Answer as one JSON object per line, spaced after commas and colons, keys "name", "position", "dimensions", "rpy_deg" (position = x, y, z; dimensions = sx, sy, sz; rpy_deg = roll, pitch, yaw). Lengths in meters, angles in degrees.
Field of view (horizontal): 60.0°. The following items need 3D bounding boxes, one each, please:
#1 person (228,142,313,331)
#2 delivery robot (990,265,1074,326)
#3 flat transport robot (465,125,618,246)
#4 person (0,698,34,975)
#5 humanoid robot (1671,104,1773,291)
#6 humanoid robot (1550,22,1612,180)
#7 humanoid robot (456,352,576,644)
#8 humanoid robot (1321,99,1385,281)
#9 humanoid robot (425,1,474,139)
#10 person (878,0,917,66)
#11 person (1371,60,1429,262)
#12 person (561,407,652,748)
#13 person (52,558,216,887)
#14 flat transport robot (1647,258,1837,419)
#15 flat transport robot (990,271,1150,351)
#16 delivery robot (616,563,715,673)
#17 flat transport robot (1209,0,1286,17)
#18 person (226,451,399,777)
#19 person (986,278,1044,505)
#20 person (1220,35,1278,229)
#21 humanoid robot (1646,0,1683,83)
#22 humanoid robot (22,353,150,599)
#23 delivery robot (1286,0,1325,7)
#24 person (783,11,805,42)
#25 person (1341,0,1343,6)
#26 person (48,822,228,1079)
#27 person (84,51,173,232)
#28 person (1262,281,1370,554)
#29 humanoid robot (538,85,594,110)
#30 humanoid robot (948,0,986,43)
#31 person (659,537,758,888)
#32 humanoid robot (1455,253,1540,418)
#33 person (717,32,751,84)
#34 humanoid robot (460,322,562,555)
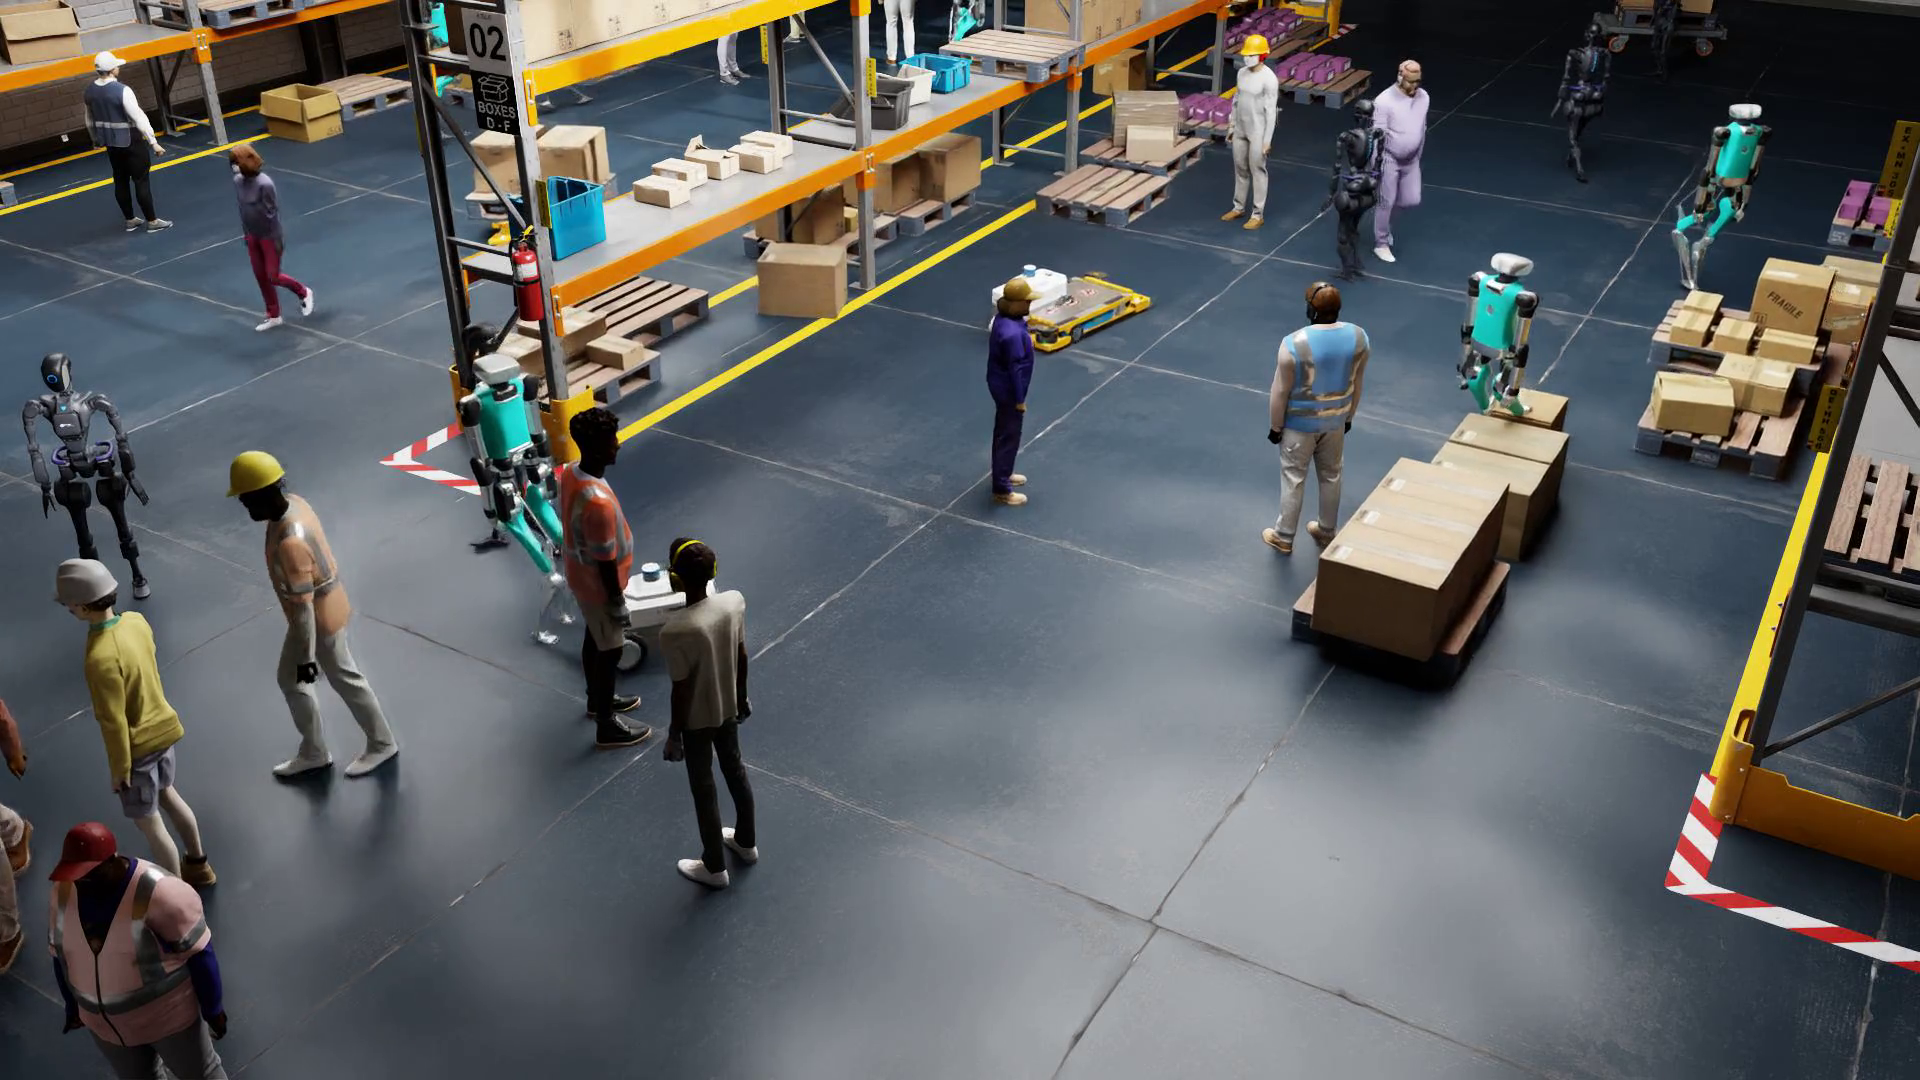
{"name": "person", "position": [-5.898, -2.584, 14.133], "dimensions": [0.516, 1.618, 0.450], "rpy_deg": [16, 33, 27]}
{"name": "delivery robot", "position": [0.615, -2.067, 14.327], "dimensions": [0.499, 0.613, 0.802], "rpy_deg": [23, 37, 35]}
{"name": "flat transport robot", "position": [-4.150, -3.241, 16.676], "dimensions": [0.659, 0.231, 1.431], "rpy_deg": [4, 30, 7]}
{"name": "person", "position": [-4.610, 0.941, 7.591], "dimensions": [0.607, 1.936, 0.976], "rpy_deg": [0, 29, -1]}
{"name": "humanoid robot", "position": [6.682, -2.993, 14.842], "dimensions": [0.551, 1.900, 0.706], "rpy_deg": [-6, 30, -10]}
{"name": "humanoid robot", "position": [6.734, -4.742, 17.972], "dimensions": [0.612, 1.645, 0.789], "rpy_deg": [-6, 30, -10]}
{"name": "humanoid robot", "position": [-2.488, -0.203, 9.817], "dimensions": [0.712, 1.799, 0.533], "rpy_deg": [21, 36, 33]}
{"name": "humanoid robot", "position": [3.592, -3.191, 15.153], "dimensions": [0.586, 1.650, 0.329], "rpy_deg": [-14, 33, -24]}
{"name": "humanoid robot", "position": [-5.981, -5.347, 18.931], "dimensions": [0.542, 1.790, 0.864], "rpy_deg": [23, 37, 35]}
{"name": "person", "position": [-0.826, -7.332, 22.239], "dimensions": [0.622, 1.925, 0.385], "rpy_deg": [-1, 29, -2]}
{"name": "person", "position": [4.105, -3.555, 15.599], "dimensions": [0.643, 1.880, 0.458], "rpy_deg": [-13, 32, -21]}
{"name": "person", "position": [-1.907, 0.201, 8.878], "dimensions": [0.380, 1.957, 0.603], "rpy_deg": [-11, 31, -19]}
{"name": "person", "position": [-3.791, 0.918, 7.690], "dimensions": [0.412, 1.878, 0.492], "rpy_deg": [-1, 30, -2]}
{"name": "flat transport robot", "position": [6.161, -1.316, 13.269], "dimensions": [0.659, 0.231, 1.431], "rpy_deg": [16, 33, 27]}
{"name": "flat transport robot", "position": [0.972, -1.995, 14.471], "dimensions": [0.659, 0.231, 1.431], "rpy_deg": [24, 37, 36]}
{"name": "delivery robot", "position": [-1.815, 0.414, 9.911], "dimensions": [0.769, 0.587, 0.499], "rpy_deg": [-9, 31, -16]}
{"name": "flat transport robot", "position": [4.359, -8.285, 25.598], "dimensions": [0.659, 0.231, 1.431], "rpy_deg": [24, 37, 36]}
{"name": "person", "position": [-3.388, 0.423, 8.550], "dimensions": [0.747, 1.876, 0.704], "rpy_deg": [-14, 32, -23]}
{"name": "person", "position": [0.371, -1.031, 11.398], "dimensions": [0.372, 1.616, 0.447], "rpy_deg": [-1, 30, -2]}
{"name": "person", "position": [2.867, -4.039, 16.445], "dimensions": [0.381, 1.888, 0.567], "rpy_deg": [-20, 35, -31]}
{"name": "humanoid robot", "position": [9.127, -6.763, 21.488], "dimensions": [0.400, 1.640, 0.613], "rpy_deg": [-2, 30, -3]}
{"name": "humanoid robot", "position": [-5.311, -0.372, 10.154], "dimensions": [0.599, 1.657, 0.315], "rpy_deg": [-8, 30, -14]}
{"name": "delivery robot", "position": [5.290, -8.161, 25.104], "dimensions": [0.804, 0.611, 0.499], "rpy_deg": [12, 32, 21]}
{"name": "person", "position": [-2.394, -7.948, 23.493], "dimensions": [0.336, 1.747, 0.572], "rpy_deg": [8, 30, 14]}
{"name": "person", "position": [5.782, -9.164, 25.556], "dimensions": [0.624, 1.843, 0.429], "rpy_deg": [16, 33, 26]}
{"name": "person", "position": [-3.092, 1.775, 6.293], "dimensions": [0.626, 1.752, 0.420], "rpy_deg": [2, 30, 3]}
{"name": "person", "position": [-8.199, -3.898, 16.321], "dimensions": [0.769, 1.757, 0.443], "rpy_deg": [7, 30, 12]}
{"name": "person", "position": [2.272, -0.780, 10.739], "dimensions": [0.622, 1.836, 0.431], "rpy_deg": [-9, 31, -15]}
{"name": "humanoid robot", "position": [-4.982, -6.057, 20.219], "dimensions": [0.530, 1.775, 1.018], "rpy_deg": [24, 37, 35]}
{"name": "humanoid robot", "position": [0.011, -6.791, 21.483], "dimensions": [0.554, 1.766, 0.900], "rpy_deg": [24, 37, 36]}
{"name": "person", "position": [-1.203, 0.822, 7.866], "dimensions": [0.314, 1.866, 0.534], "rpy_deg": [21, 36, 33]}
{"name": "humanoid robot", "position": [3.883, -1.192, 11.604], "dimensions": [0.890, 1.807, 0.553], "rpy_deg": [-19, 35, -30]}
{"name": "person", "position": [-3.009, -6.905, 21.448], "dimensions": [0.417, 1.952, 0.498], "rpy_deg": [11, 31, 18]}
{"name": "humanoid robot", "position": [-2.916, -0.622, 10.659], "dimensions": [0.670, 1.640, 0.594], "rpy_deg": [-3, 30, -6]}
